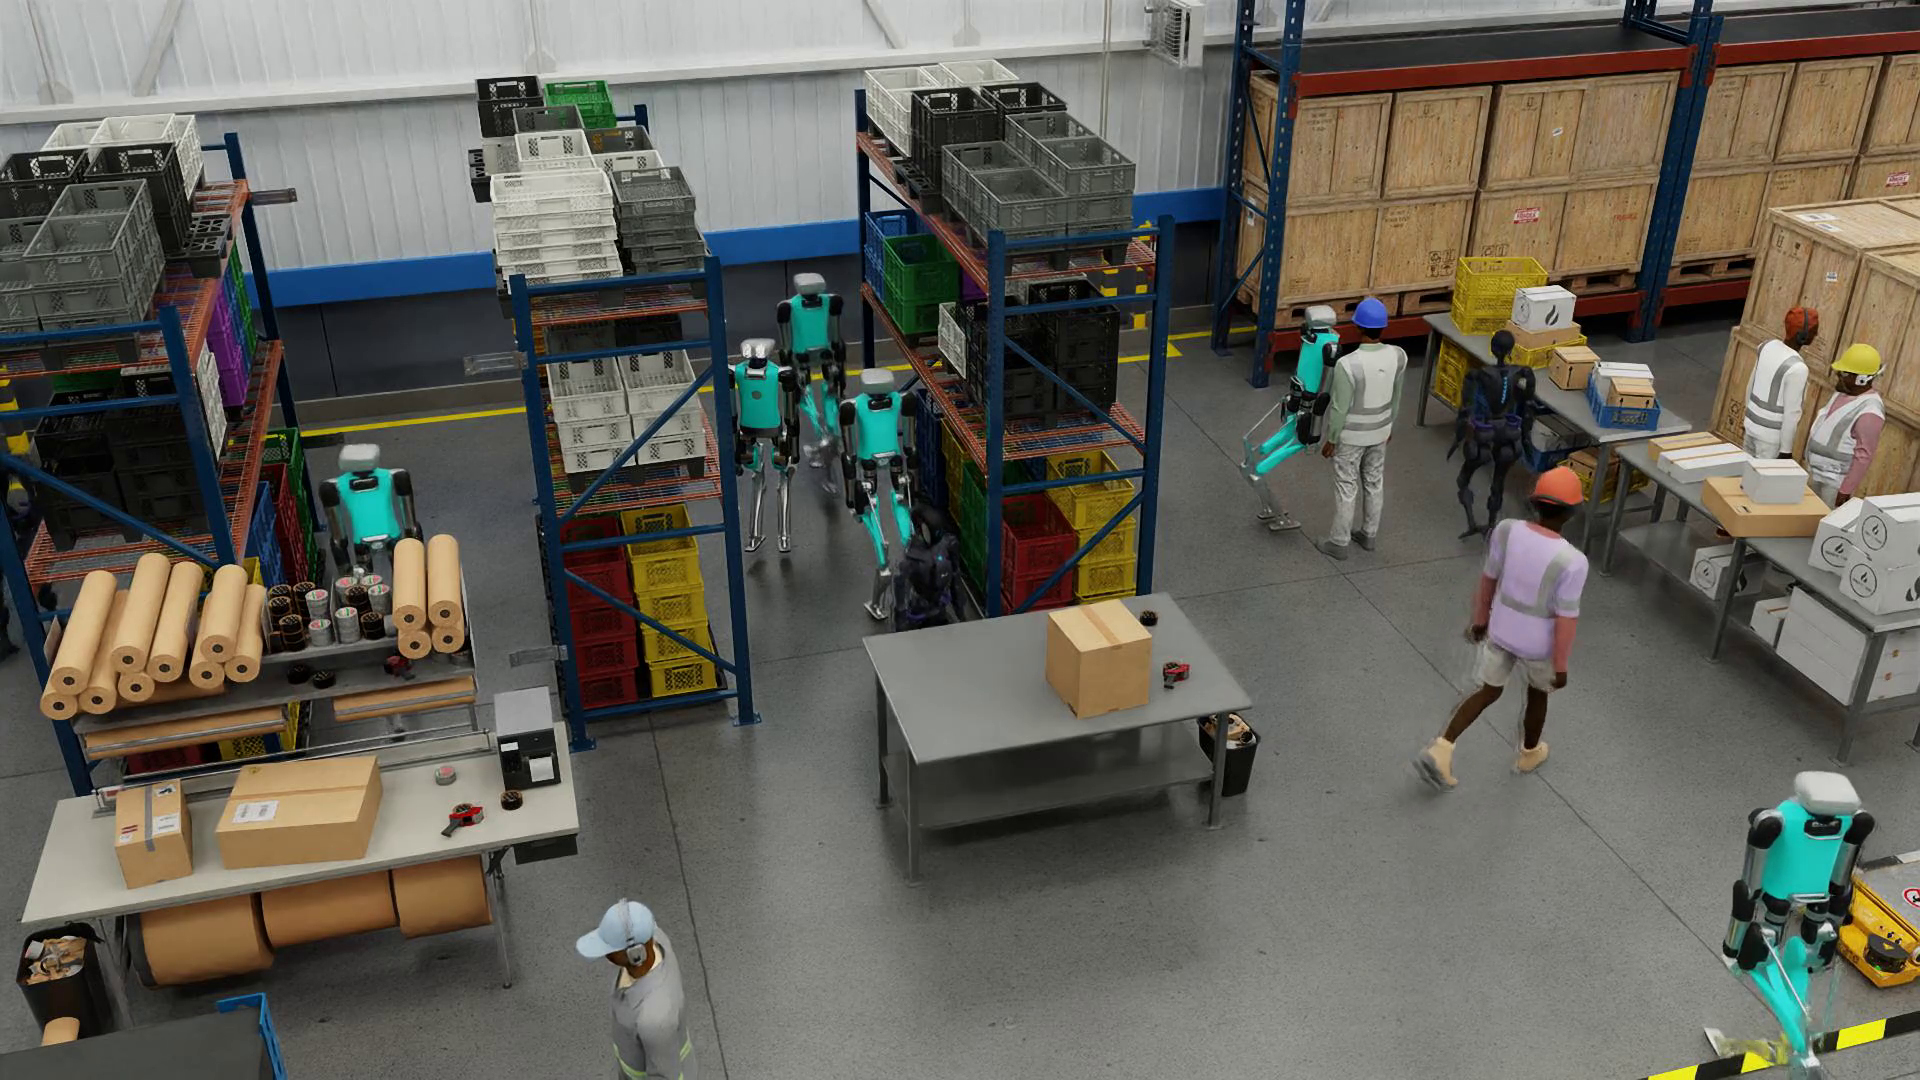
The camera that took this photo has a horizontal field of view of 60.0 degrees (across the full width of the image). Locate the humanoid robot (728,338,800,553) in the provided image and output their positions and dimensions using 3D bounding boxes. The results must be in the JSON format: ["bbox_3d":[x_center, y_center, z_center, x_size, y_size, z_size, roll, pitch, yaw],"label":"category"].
[{"bbox_3d":[-1.364,-0.729,11.823,0.533,1.677,0.735,2,29,3],"label":"humanoid robot"}]

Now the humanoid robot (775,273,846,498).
[{"bbox_3d":[-1.042,-1.119,12.692,0.536,1.737,1.041,-13,31,-23],"label":"humanoid robot"}]

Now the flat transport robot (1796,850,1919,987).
[{"bbox_3d":[5.163,1.916,8.676,1.431,0.231,0.659,-8,30,-14],"label":"flat transport robot"}]

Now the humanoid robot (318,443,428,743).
[{"bbox_3d":[-3.442,0.390,9.960,0.546,1.795,0.916,-9,30,-15],"label":"humanoid robot"}]

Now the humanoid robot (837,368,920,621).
[{"bbox_3d":[-0.462,-0.241,10.999,0.532,1.725,0.716,-9,30,-17],"label":"humanoid robot"}]

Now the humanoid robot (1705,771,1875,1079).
[{"bbox_3d":[3.689,1.921,7.212,0.533,1.778,1.067,-3,29,-5],"label":"humanoid robot"}]

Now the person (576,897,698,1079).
[{"bbox_3d":[-1.239,2.150,6.606,0.389,1.852,0.586,-8,30,-14],"label":"person"}]

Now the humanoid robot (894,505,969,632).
[{"bbox_3d":[-0.128,0.527,9.772,0.735,1.630,0.593,24,37,36],"label":"humanoid robot"}]

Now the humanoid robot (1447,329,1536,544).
[{"bbox_3d":[3.863,-0.730,12.023,0.608,1.645,0.372,-3,29,-5],"label":"humanoid robot"}]

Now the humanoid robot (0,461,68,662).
[{"bbox_3d":[-6.138,0.000,10.709,0.589,1.644,0.602,-2,29,-4],"label":"humanoid robot"}]

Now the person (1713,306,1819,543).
[{"bbox_3d":[5.786,-0.775,11.894,0.337,1.882,0.581,-1,29,-2],"label":"person"}]

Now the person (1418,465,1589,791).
[{"bbox_3d":[3.132,0.546,9.382,0.904,2.000,0.653,-20,35,-32],"label":"person"}]

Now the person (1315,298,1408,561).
[{"bbox_3d":[2.842,-0.780,11.837,0.608,1.946,0.403,-14,32,-23],"label":"person"}]

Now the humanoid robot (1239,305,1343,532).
[{"bbox_3d":[2.338,-0.870,12.119,0.731,1.692,0.532,-5,29,-10],"label":"humanoid robot"}]

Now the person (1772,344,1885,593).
[{"bbox_3d":[5.991,-0.483,11.415,0.404,1.829,0.599,4,29,6],"label":"person"}]
